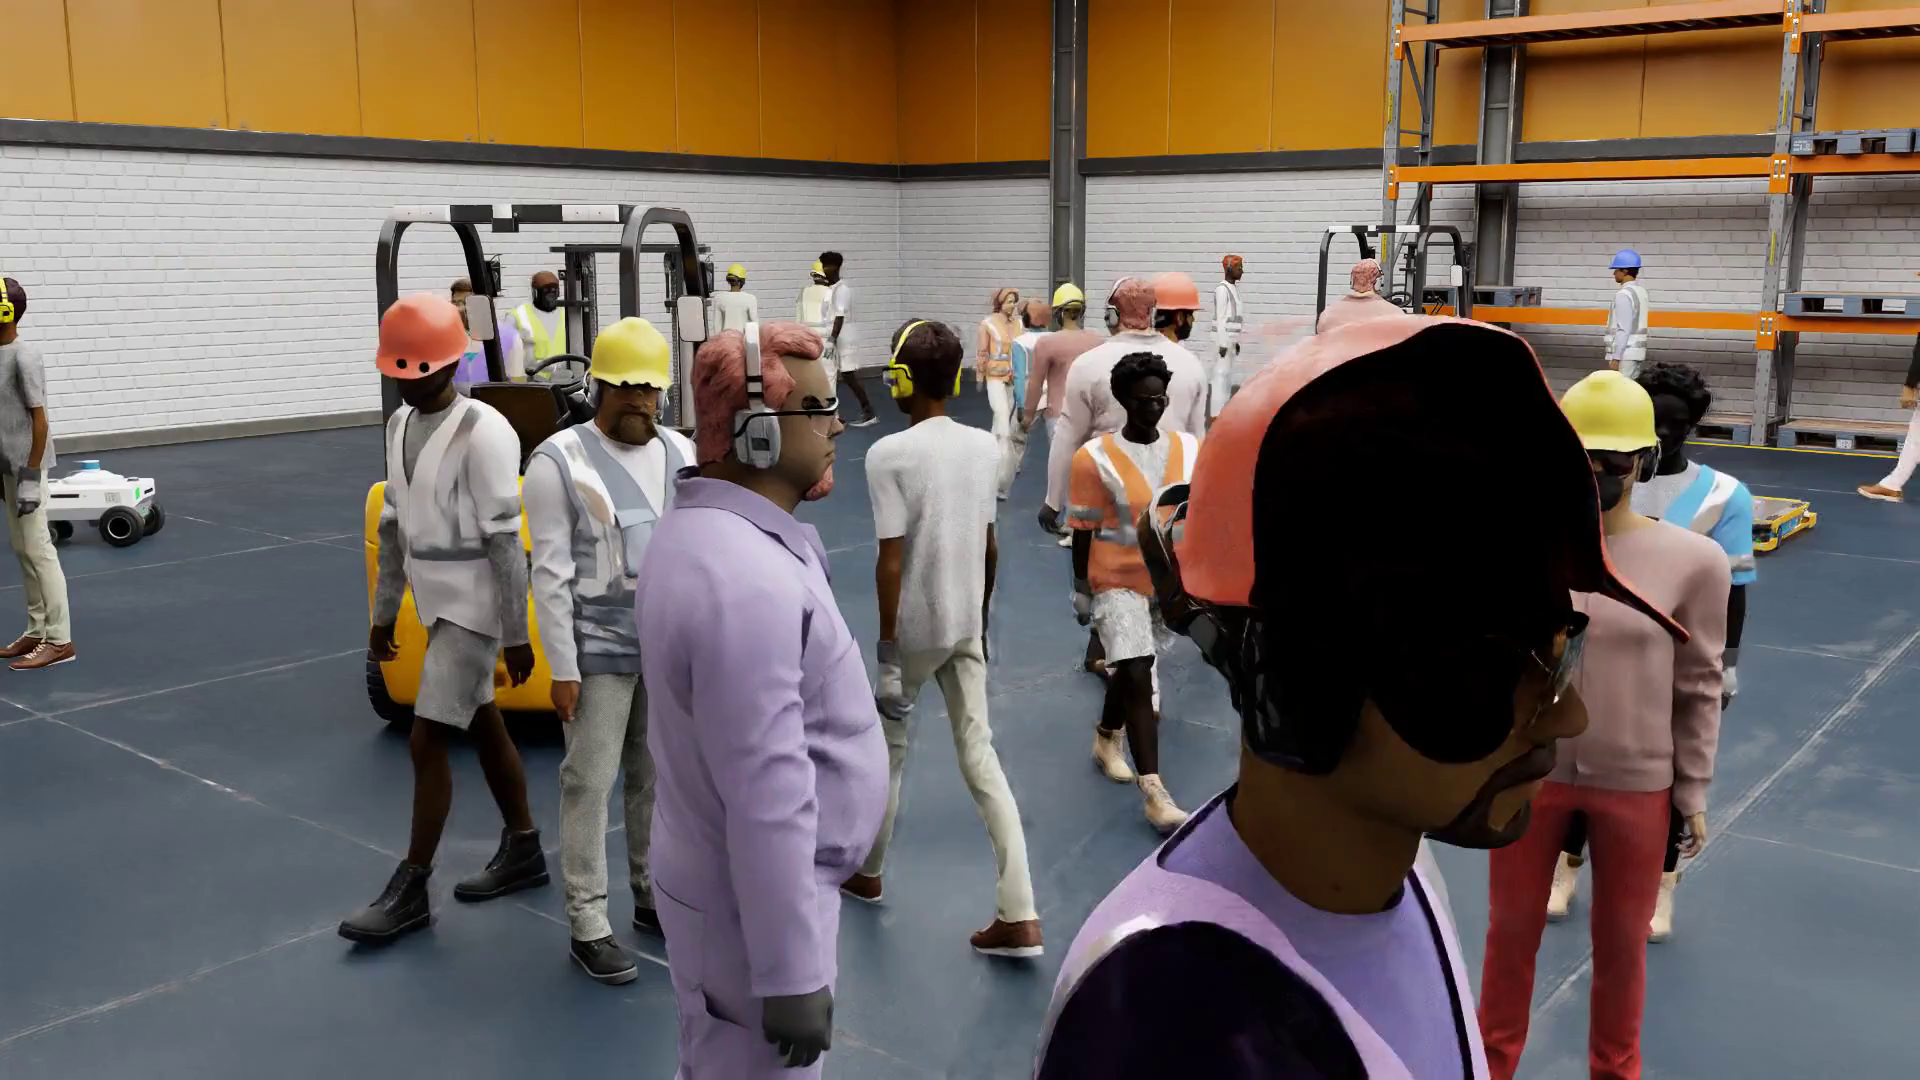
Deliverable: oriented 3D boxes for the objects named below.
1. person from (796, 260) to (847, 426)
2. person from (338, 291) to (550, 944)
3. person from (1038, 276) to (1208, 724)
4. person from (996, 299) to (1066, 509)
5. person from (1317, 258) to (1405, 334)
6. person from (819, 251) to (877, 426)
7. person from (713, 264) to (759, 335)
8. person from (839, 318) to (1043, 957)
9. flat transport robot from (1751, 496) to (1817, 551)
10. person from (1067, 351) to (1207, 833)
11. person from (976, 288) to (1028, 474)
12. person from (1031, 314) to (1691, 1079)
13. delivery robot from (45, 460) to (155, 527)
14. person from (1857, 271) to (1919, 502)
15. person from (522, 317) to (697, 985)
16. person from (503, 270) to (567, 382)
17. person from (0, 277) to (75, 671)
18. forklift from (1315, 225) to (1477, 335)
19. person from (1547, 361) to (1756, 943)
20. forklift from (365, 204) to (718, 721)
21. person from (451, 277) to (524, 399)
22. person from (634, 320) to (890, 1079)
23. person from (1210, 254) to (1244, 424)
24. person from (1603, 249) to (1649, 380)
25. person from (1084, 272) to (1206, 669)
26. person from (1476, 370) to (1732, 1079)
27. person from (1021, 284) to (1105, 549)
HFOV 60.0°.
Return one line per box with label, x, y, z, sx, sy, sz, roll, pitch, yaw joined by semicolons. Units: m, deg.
person;-1.500;-2.148;18.181;0.600;1.829;0.404;6;12;31
person;-1.575;0.226;4.880;0.844;1.880;0.605;-10;14;-43
person;0.672;-0.191;7.211;0.666;1.868;0.883;-5;12;-27
person;0.556;-1.038;12.701;0.515;1.590;0.897;-8;13;-37
person;2.792;-0.981;11.505;0.643;1.909;0.410;6;12;30
person;-1.357;-2.181;18.114;0.934;1.927;0.613;-5;11;-25
person;-2.509;-2.218;18.754;0.533;1.767;0.326;2;10;11
person;-0.067;0.271;4.838;0.542;1.822;0.996;-8;13;-38
flat transport robot;5.356;-0.143;11.397;0.652;0.197;1.431;8;13;38
person;0.649;0.150;5.944;0.536;1.651;0.868;-5;11;-24
person;0.441;-1.374;14.479;0.536;1.609;0.736;-8;13;-37
person;0.177;0.829;1.253;1.047;1.999;0.627;5;12;27
delivery robot;-5.827;-0.294;11.187;0.707;0.478;0.477;-1;10;-7
person;7.357;-1.213;12.652;0.643;1.956;0.846;-9;14;-42
person;-0.918;0.296;4.654;0.404;1.827;0.588;8;13;37
person;-3.268;-1.192;12.947;0.639;1.816;0.777;-7;12;-33
person;-4.496;-0.318;7.932;0.323;1.873;0.521;-9;14;-42
forklift;4.449;-2.115;16.993;1.214;2.155;2.313;8;13;38
person;2.009;0.322;4.883;0.553;1.691;0.361;7;12;34
forklift;-1.766;-0.406;7.525;1.214;2.155;2.313;1;10;7
person;-2.855;-0.653;9.948;0.569;1.815;0.557;1;10;5
person;-0.315;0.597;2.759;0.401;1.910;0.642;-3;11;-15
person;2.962;-2.212;18.427;0.352;1.879;0.568;4;11;22
person;6.154;-1.709;15.426;0.403;1.945;0.614;8;13;37
person;0.983;-0.327;7.951;0.980;1.884;0.561;-7;12;-33
person;1.349;0.517;3.595;0.527;1.768;0.331;5;11;24
person;0.685;-0.824;11.101;0.540;1.738;0.725;-6;12;-29
